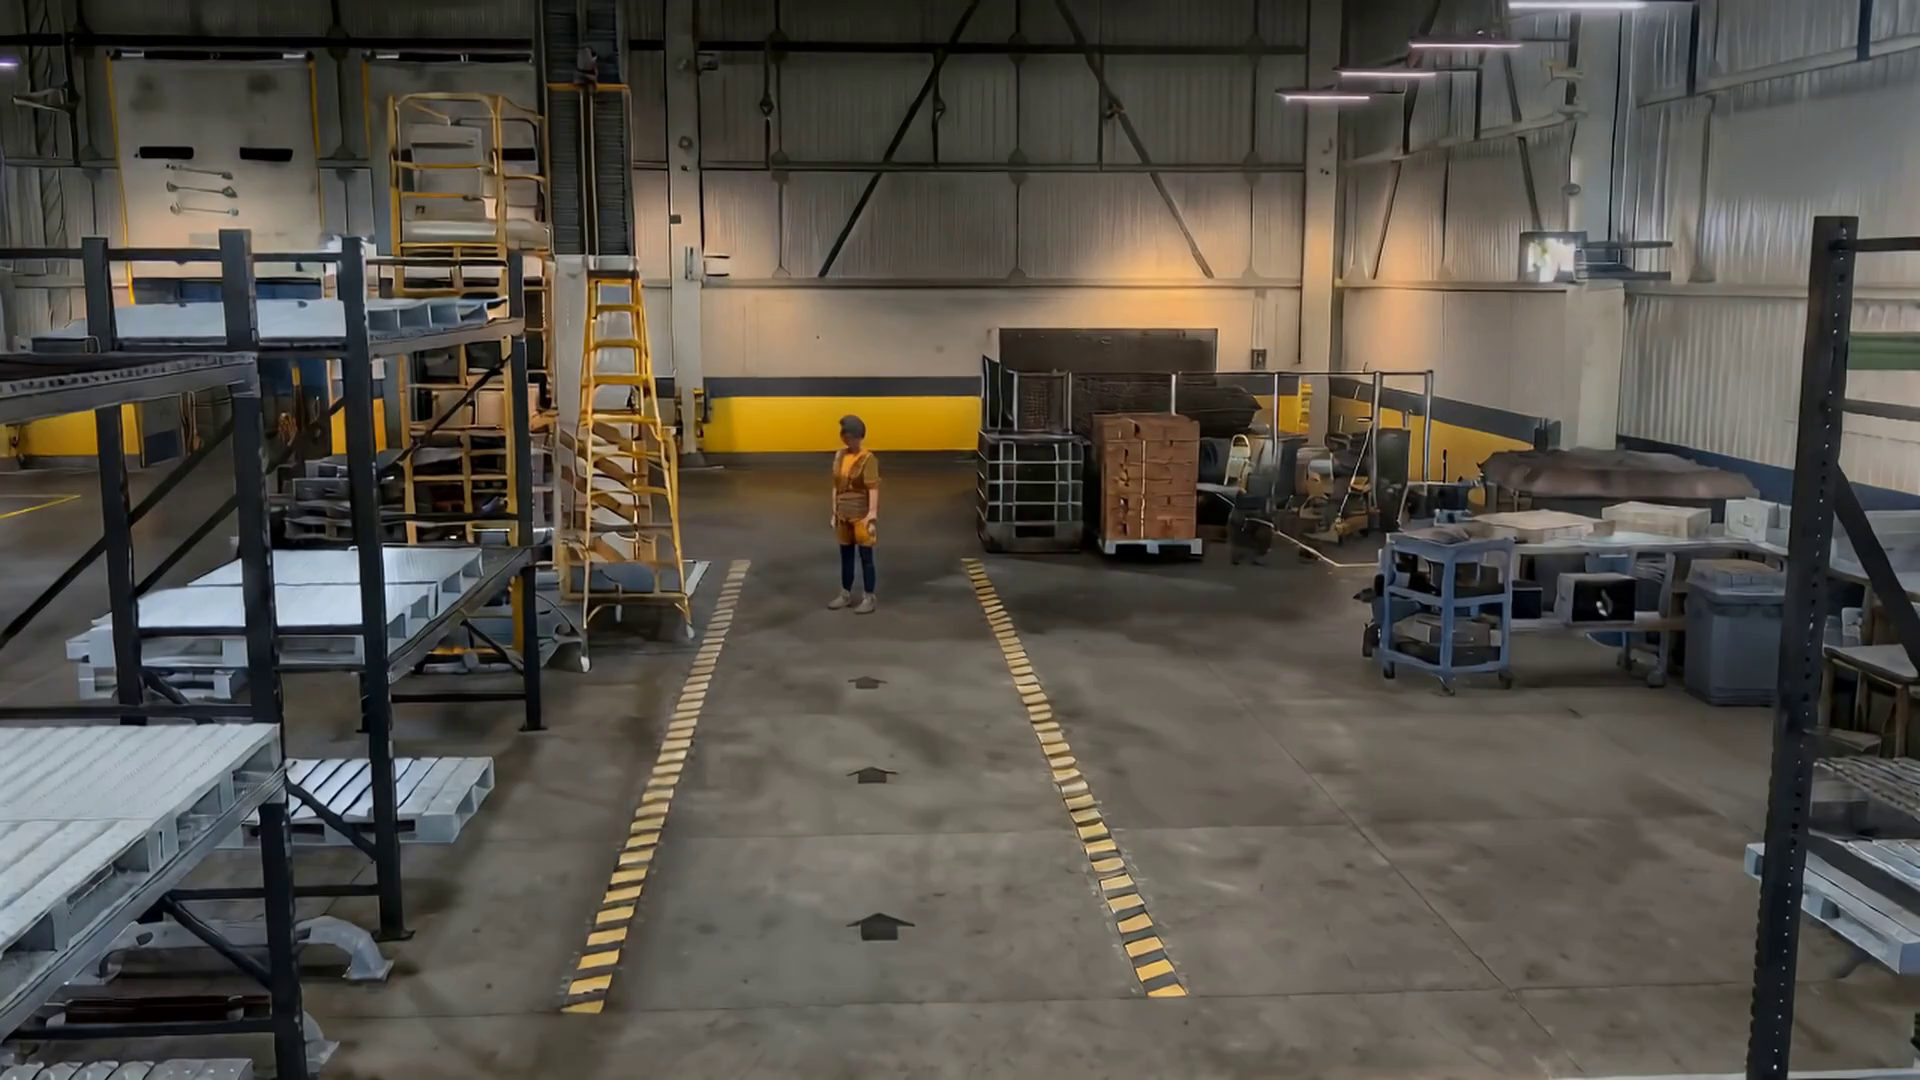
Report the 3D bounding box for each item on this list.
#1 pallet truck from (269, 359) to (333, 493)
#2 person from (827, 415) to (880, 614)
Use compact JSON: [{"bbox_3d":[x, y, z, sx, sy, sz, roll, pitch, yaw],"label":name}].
[{"bbox_3d":[-7.062,-1.131,18.996,1.885,1.965,0.823,2,9,13],"label":"pallet truck"},{"bbox_3d":[-0.906,-0.217,14.192,0.530,1.697,0.321,8,12,42],"label":"person"}]
